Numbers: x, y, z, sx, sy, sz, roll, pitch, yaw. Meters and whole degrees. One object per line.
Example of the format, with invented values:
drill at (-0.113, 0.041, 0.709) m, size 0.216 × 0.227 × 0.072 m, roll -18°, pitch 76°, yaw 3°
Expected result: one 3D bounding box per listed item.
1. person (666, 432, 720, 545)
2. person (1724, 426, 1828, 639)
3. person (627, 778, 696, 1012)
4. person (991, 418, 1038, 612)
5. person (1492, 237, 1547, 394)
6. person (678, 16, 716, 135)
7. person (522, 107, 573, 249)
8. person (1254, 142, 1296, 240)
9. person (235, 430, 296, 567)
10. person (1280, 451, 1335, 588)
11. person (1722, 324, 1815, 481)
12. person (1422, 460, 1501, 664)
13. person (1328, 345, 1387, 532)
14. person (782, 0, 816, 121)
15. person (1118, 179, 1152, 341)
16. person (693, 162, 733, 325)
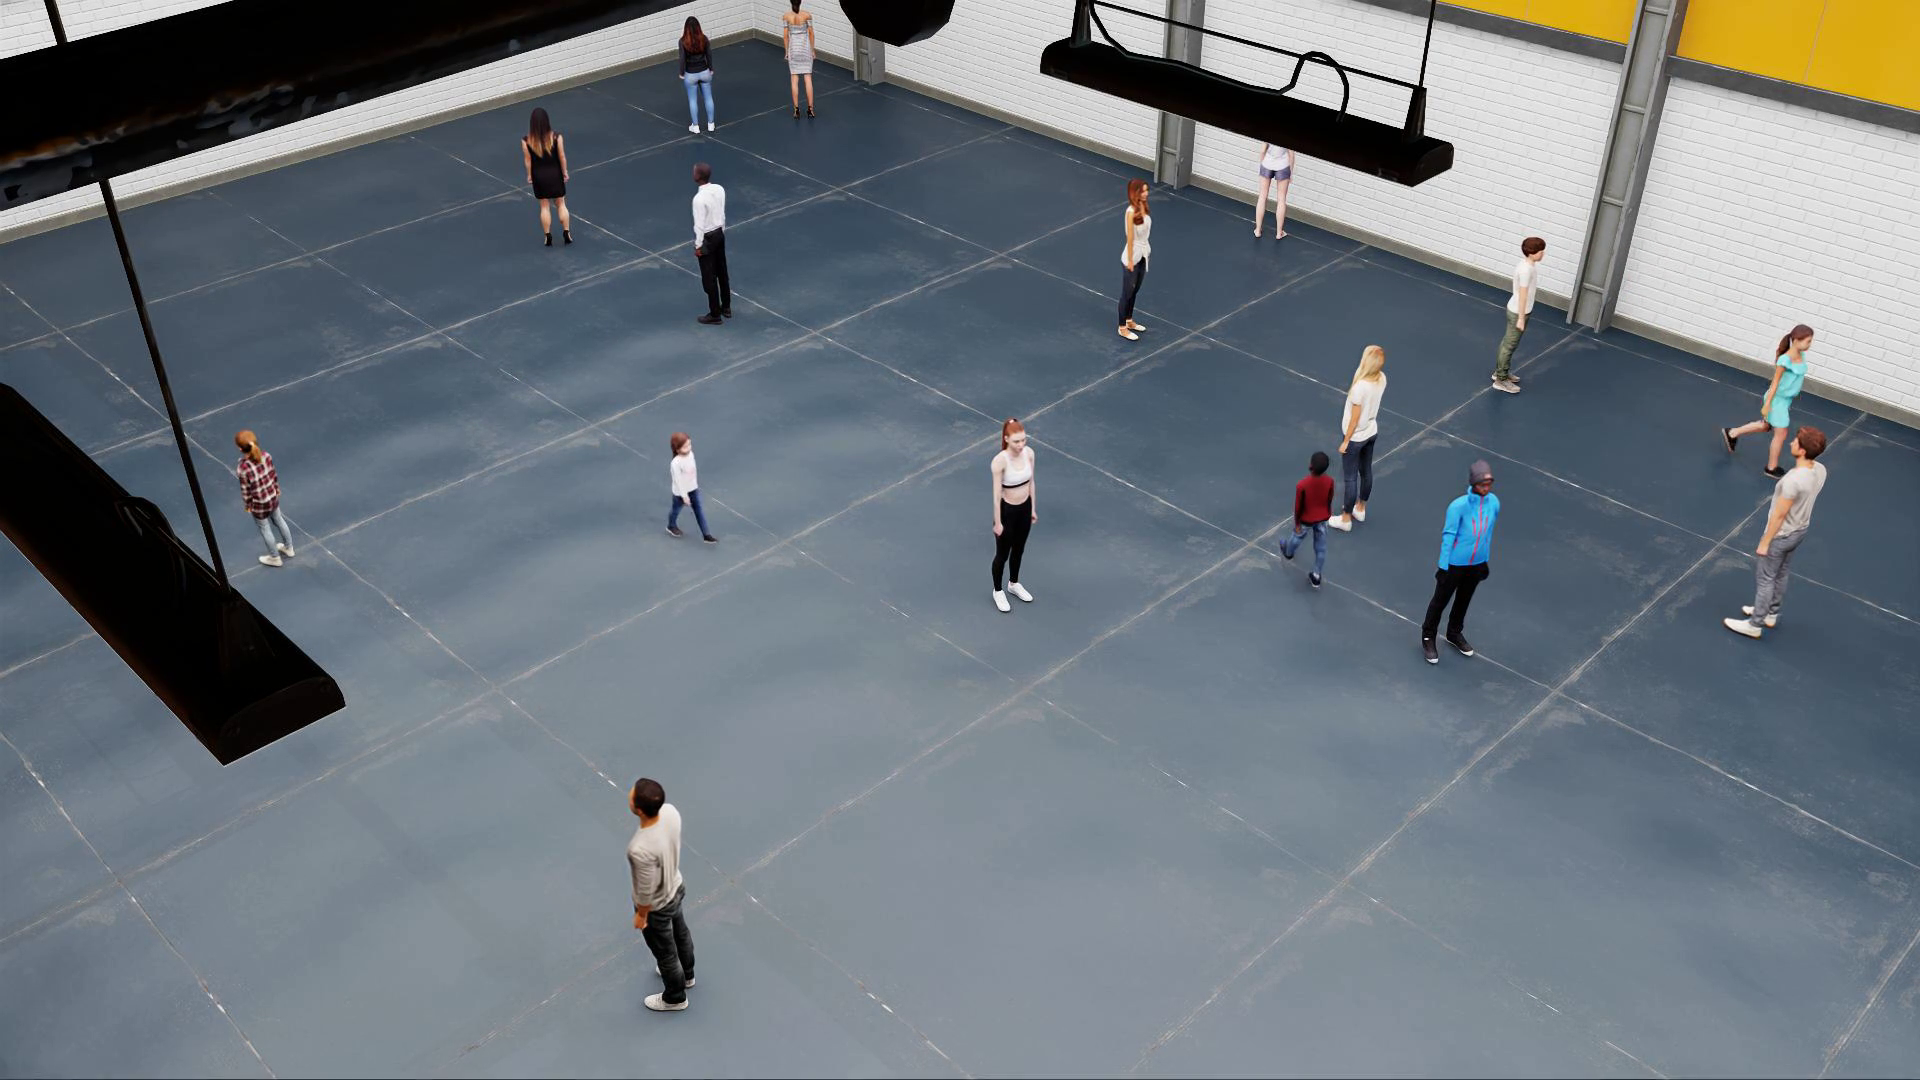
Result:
person at (-2.493, -0.469, 14.793) m, size 0.820 × 1.084 × 0.510 m, roll 22°, pitch 40°, yaw 30°
person at (6.671, -0.062, 13.448) m, size 0.660 × 1.895 × 0.574 m, roll -25°, pitch 41°, yaw -33°
person at (-1.826, 2.159, 10.180) m, size 0.733 × 1.812 × 0.730 m, roll 8°, pitch 34°, yaw 11°
person at (0.436, -0.223, 13.827) m, size 0.616 × 1.742 × 0.558 m, roll -22°, pitch 40°, yaw -30°
person at (5.741, -2.342, 17.095) m, size 0.666 × 1.654 × 0.658 m, roll 11°, pitch 35°, yaw 16°
person at (-3.710, -6.580, 23.489) m, size 0.704 × 1.634 × 0.684 m, roll -14°, pitch 36°, yaw -20°
person at (-4.975, -4.374, 20.095) m, size 0.748 × 1.718 × 0.758 m, roll -9°, pitch 35°, yaw -14°
person at (3.851, -4.547, 20.311) m, size 0.626 × 1.766 × 0.730 m, roll 10°, pitch 35°, yaw 15°
person at (-6.057, -0.373, 14.447) m, size 0.588 × 1.305 × 0.590 m, roll 16°, pitch 37°, yaw 22°
person at (3.038, -0.159, 14.193) m, size 0.807 × 1.231 × 0.919 m, roll -4°, pitch 34°, yaw -6°
person at (7.671, -1.351, 15.713) m, size 0.591 × 1.534 × 1.015 m, roll -26°, pitch 41°, yaw -33°
person at (3.997, 0.151, 13.218) m, size 0.692 × 1.794 × 0.682 m, roll -10°, pitch 35°, yaw -15°
person at (3.575, -0.915, 14.809) m, size 0.586 × 1.809 × 0.488 m, roll -28°, pitch 43°, yaw -35°
person at (-2.303, -6.965, 23.899) m, size 0.672 × 1.822 × 0.732 m, roll 0°, pitch 34°, yaw 0°
person at (1.887, -3.070, 18.073) m, size 0.610 × 1.785 × 0.641 m, roll 17°, pitch 37°, yaw 24°
person at (-2.746, -3.279, 18.340) m, size 0.636 × 1.836 × 0.697 m, roll 17°, pitch 37°, yaw 23°
